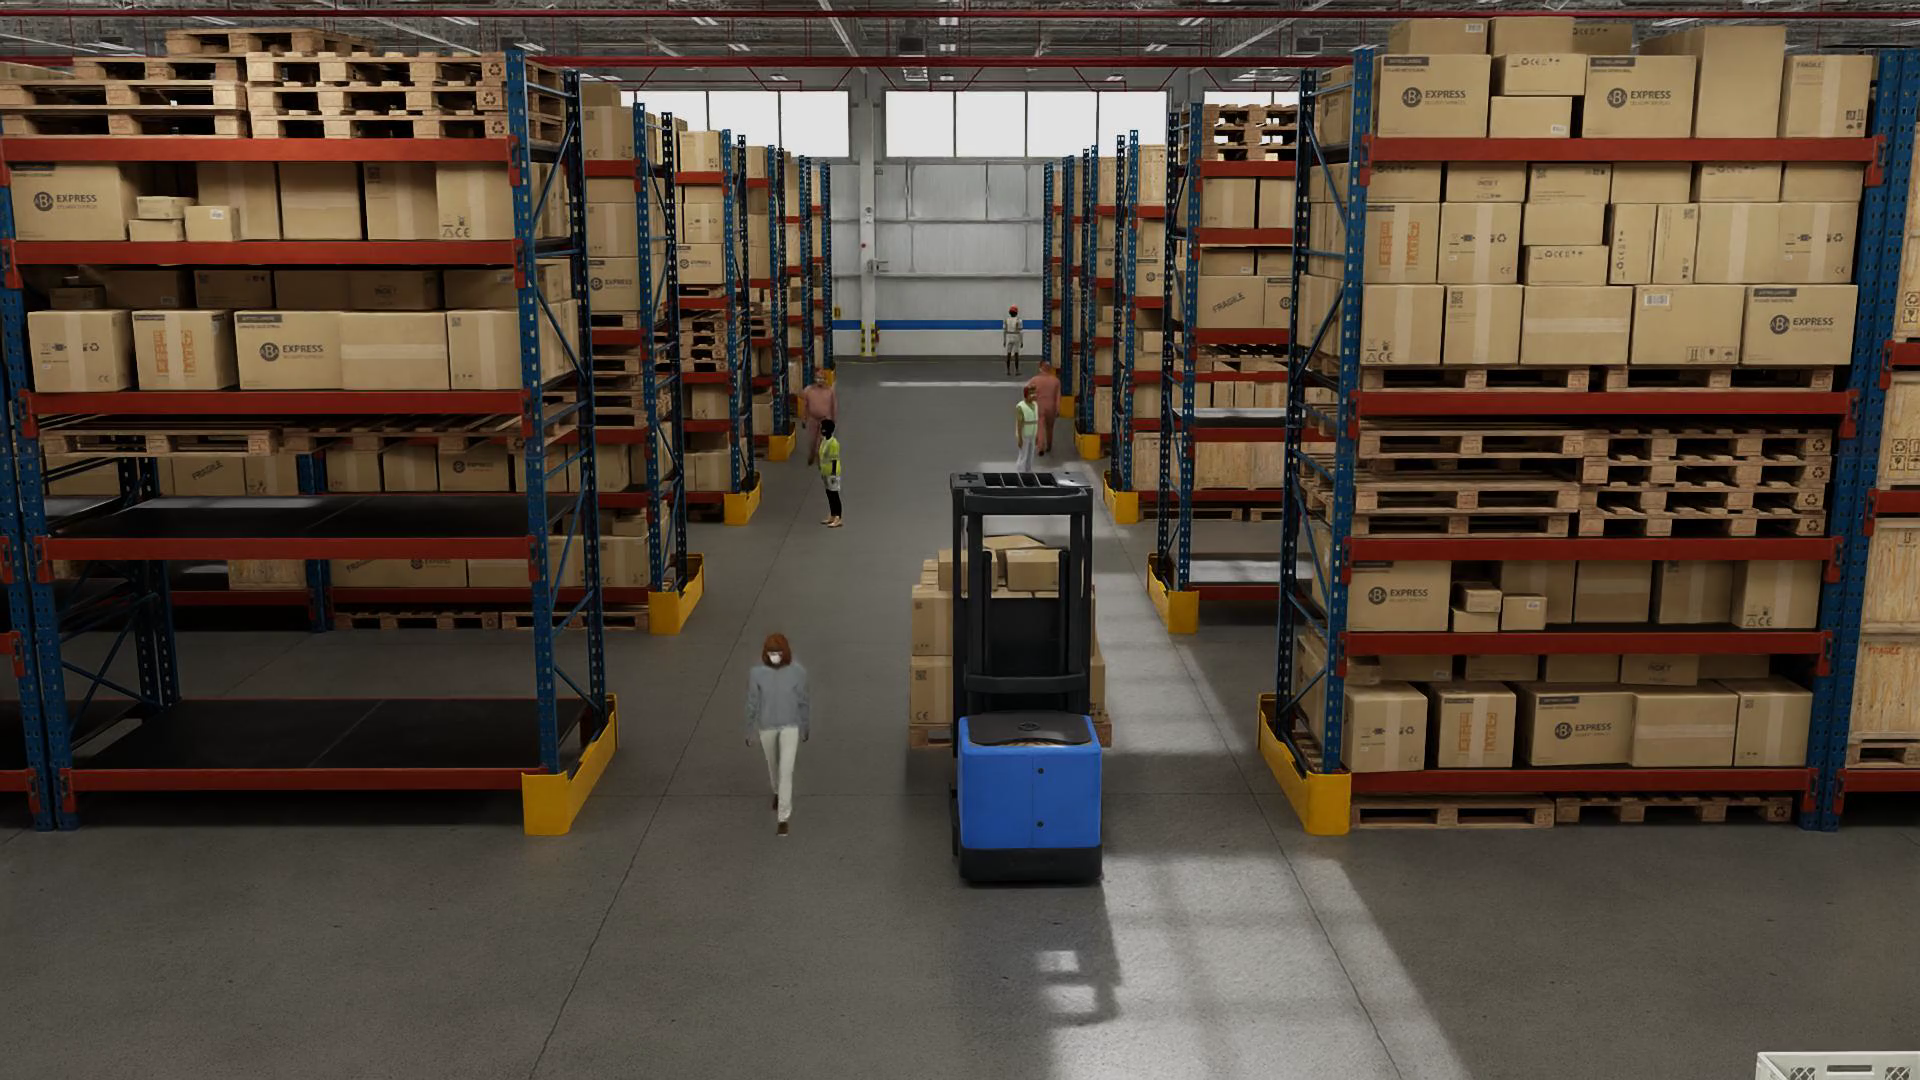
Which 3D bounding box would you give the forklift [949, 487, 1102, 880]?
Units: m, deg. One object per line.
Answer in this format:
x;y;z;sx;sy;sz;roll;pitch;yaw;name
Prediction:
0.495;0.986;12.813;1.129;2.768;1.873;0;11;-2;forklift

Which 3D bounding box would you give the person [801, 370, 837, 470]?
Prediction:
-2.655;-2.260;31.379;0.687;1.880;0.448;-1;11;-6;person

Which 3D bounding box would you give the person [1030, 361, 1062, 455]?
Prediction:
1.705;-2.638;33.305;0.640;1.874;0.946;0;11;0;person

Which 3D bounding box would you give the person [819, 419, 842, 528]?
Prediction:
-2.023;-1.045;25.841;0.320;1.692;0.529;-5;12;-24;person

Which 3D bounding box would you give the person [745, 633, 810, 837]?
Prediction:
-1.467;1.509;13.446;0.510;1.587;0.872;0;11;2;person

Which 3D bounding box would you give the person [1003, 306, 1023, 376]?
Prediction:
1.564;-5.842;48.739;0.616;2.041;0.379;4;12;19;person

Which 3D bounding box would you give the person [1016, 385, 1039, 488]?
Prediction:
1.172;-1.801;29.203;0.373;1.843;0.571;8;14;33;person
